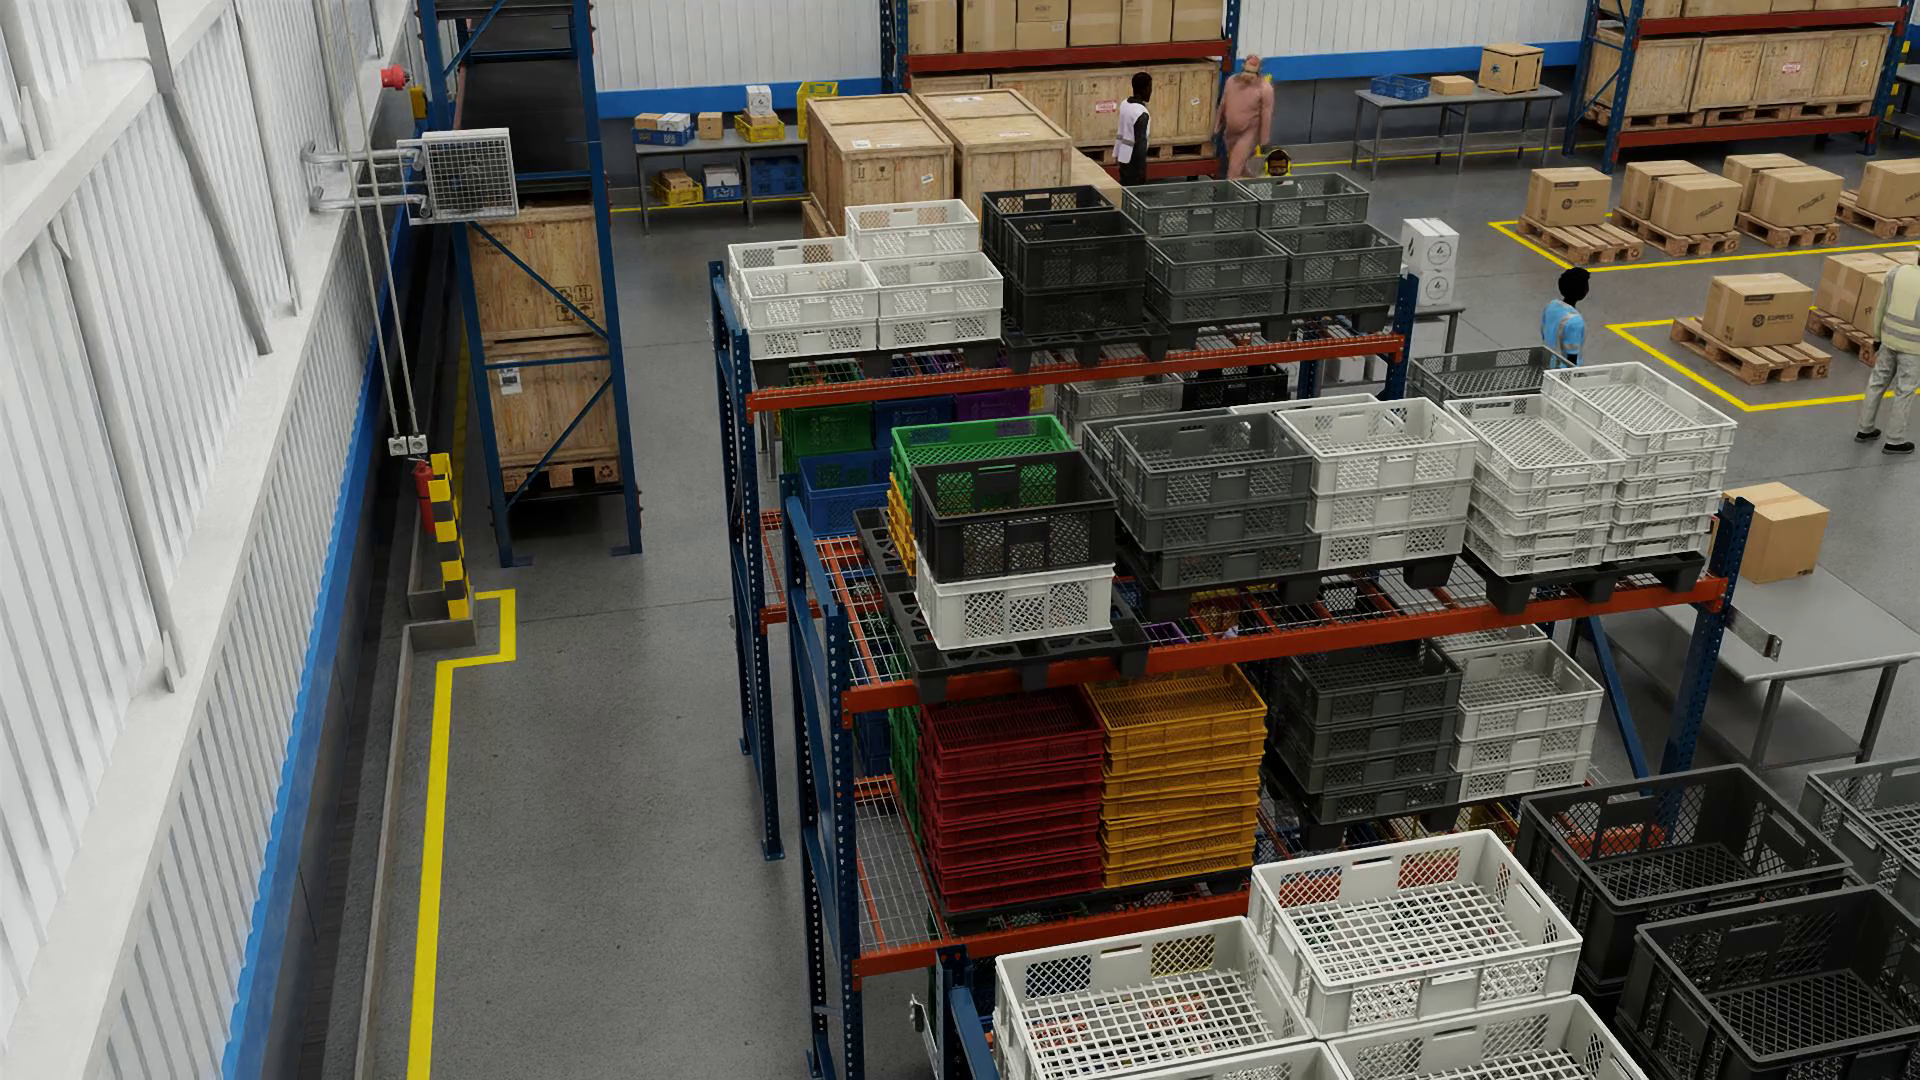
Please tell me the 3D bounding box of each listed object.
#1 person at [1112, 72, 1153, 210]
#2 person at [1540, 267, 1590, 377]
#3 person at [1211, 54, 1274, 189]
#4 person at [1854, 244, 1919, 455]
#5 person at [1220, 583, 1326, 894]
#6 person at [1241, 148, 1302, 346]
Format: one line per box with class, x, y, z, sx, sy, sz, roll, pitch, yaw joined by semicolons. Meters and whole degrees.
person;1.867;-4.117;18.088;0.385;1.912;0.592;-7;29;-14
person;4.665;-1.308;12.980;0.319;1.696;0.532;-3;28;-6
person;3.294;-4.735;19.313;0.908;1.854;0.713;-24;36;-38
person;7.628;-1.593;13.383;0.404;1.827;0.589;-11;30;-20
person;1.573;1.018;8.321;0.635;1.935;0.375;4;28;8
person;2.889;-2.716;15.468;0.532;1.869;0.311;0;28;0
